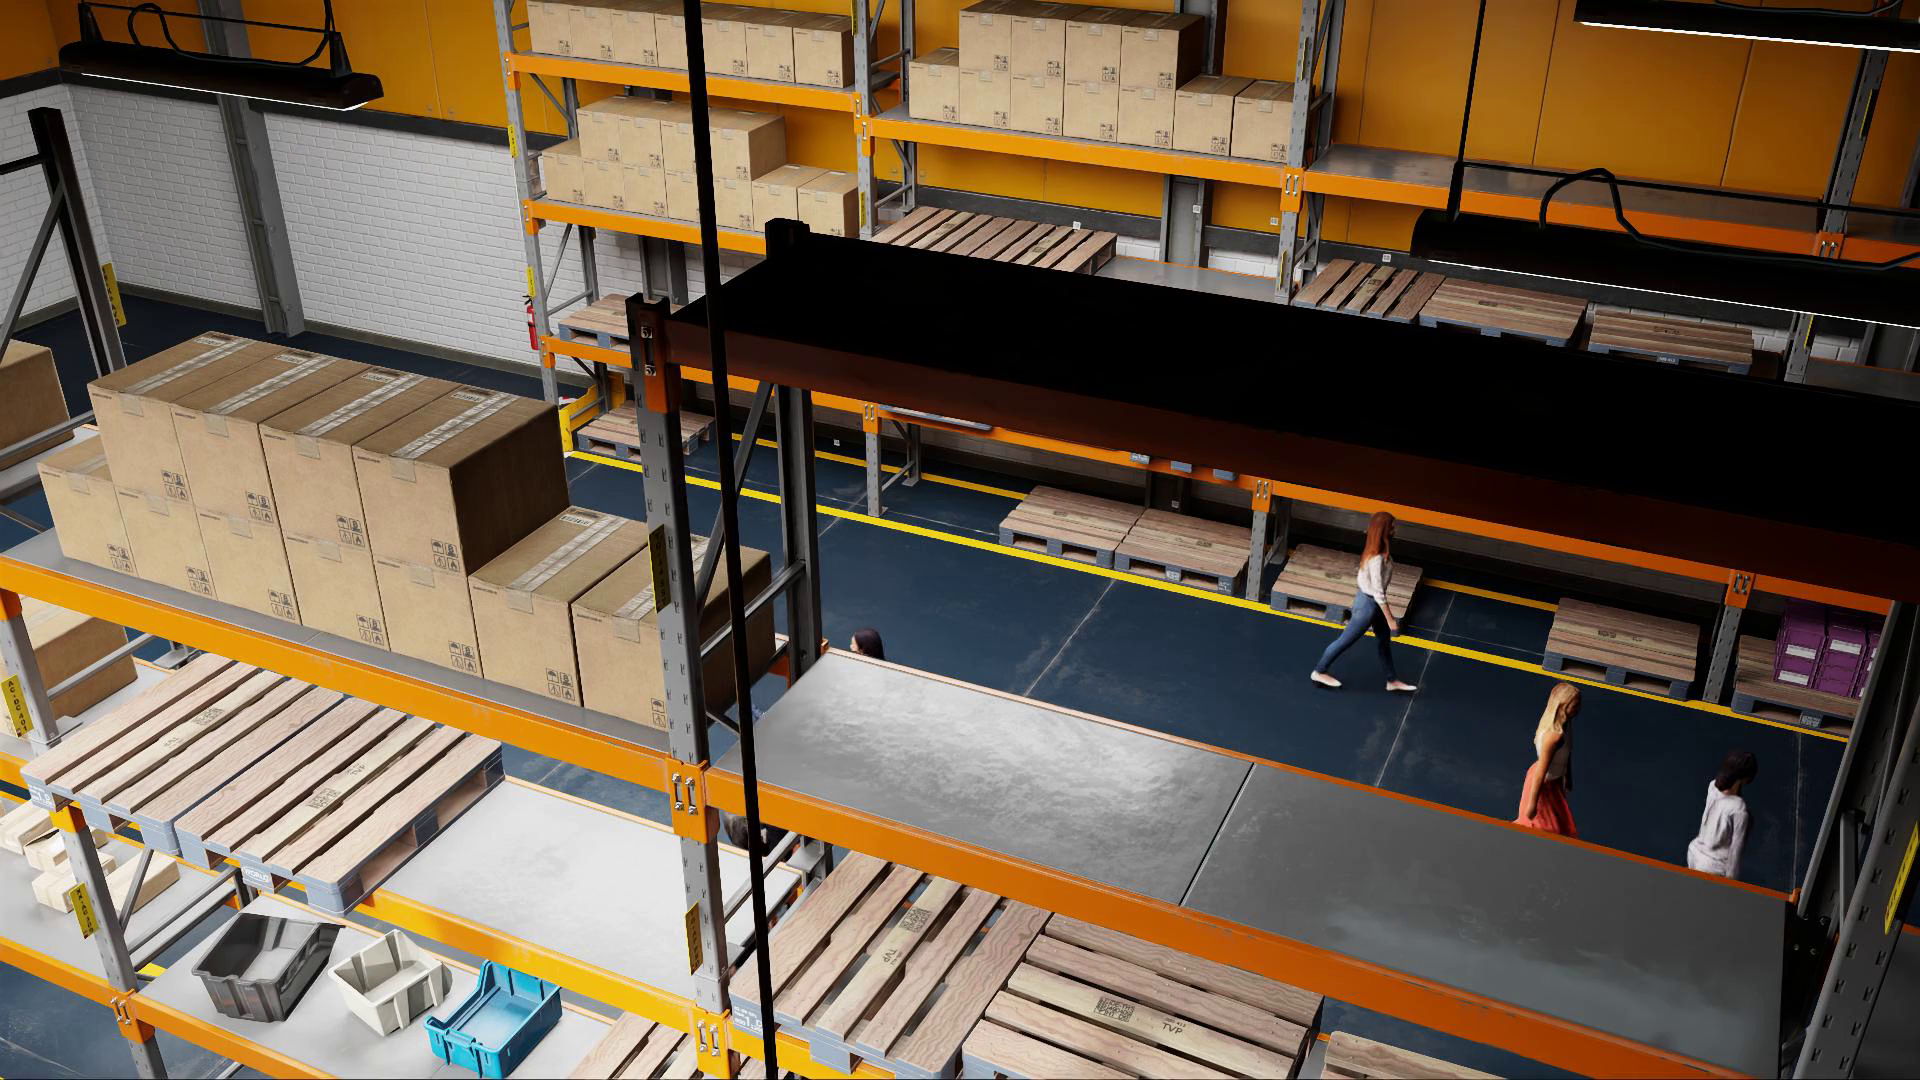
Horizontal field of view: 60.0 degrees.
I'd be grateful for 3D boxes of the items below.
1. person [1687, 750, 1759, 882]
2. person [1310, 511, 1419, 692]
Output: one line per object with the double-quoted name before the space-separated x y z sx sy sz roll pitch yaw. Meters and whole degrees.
"person" 4.842 2.133 10.864 0.871 1.761 0.781 -1 29 -2
"person" 3.313 0.545 13.853 1.111 1.687 0.621 11 31 19
